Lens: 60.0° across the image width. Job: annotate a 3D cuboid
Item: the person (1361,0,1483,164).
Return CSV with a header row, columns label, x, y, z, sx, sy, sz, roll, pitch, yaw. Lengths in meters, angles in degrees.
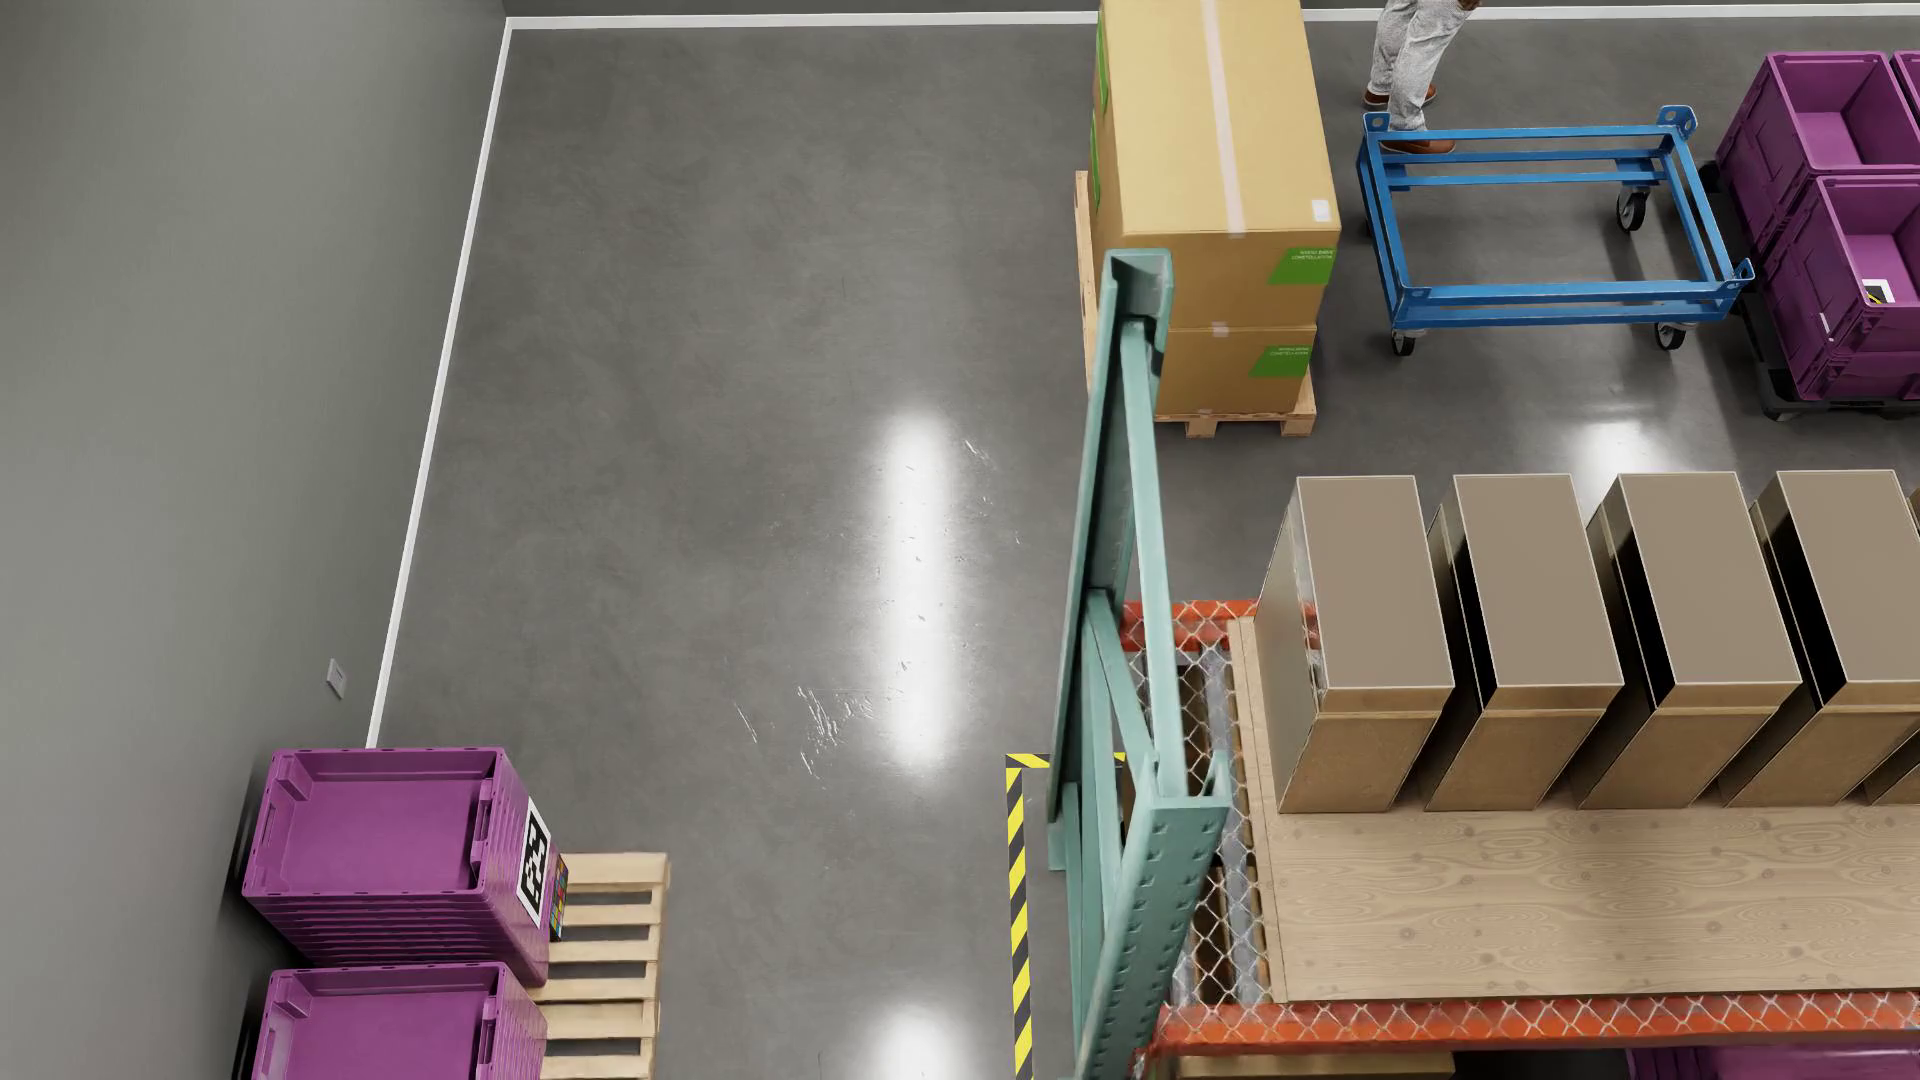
label,x,y,z,sx,sy,sz,roll,pitch,yaw
person,1.819,-2.237,6.075,0.372,1.940,0.632,-3,58,-2
